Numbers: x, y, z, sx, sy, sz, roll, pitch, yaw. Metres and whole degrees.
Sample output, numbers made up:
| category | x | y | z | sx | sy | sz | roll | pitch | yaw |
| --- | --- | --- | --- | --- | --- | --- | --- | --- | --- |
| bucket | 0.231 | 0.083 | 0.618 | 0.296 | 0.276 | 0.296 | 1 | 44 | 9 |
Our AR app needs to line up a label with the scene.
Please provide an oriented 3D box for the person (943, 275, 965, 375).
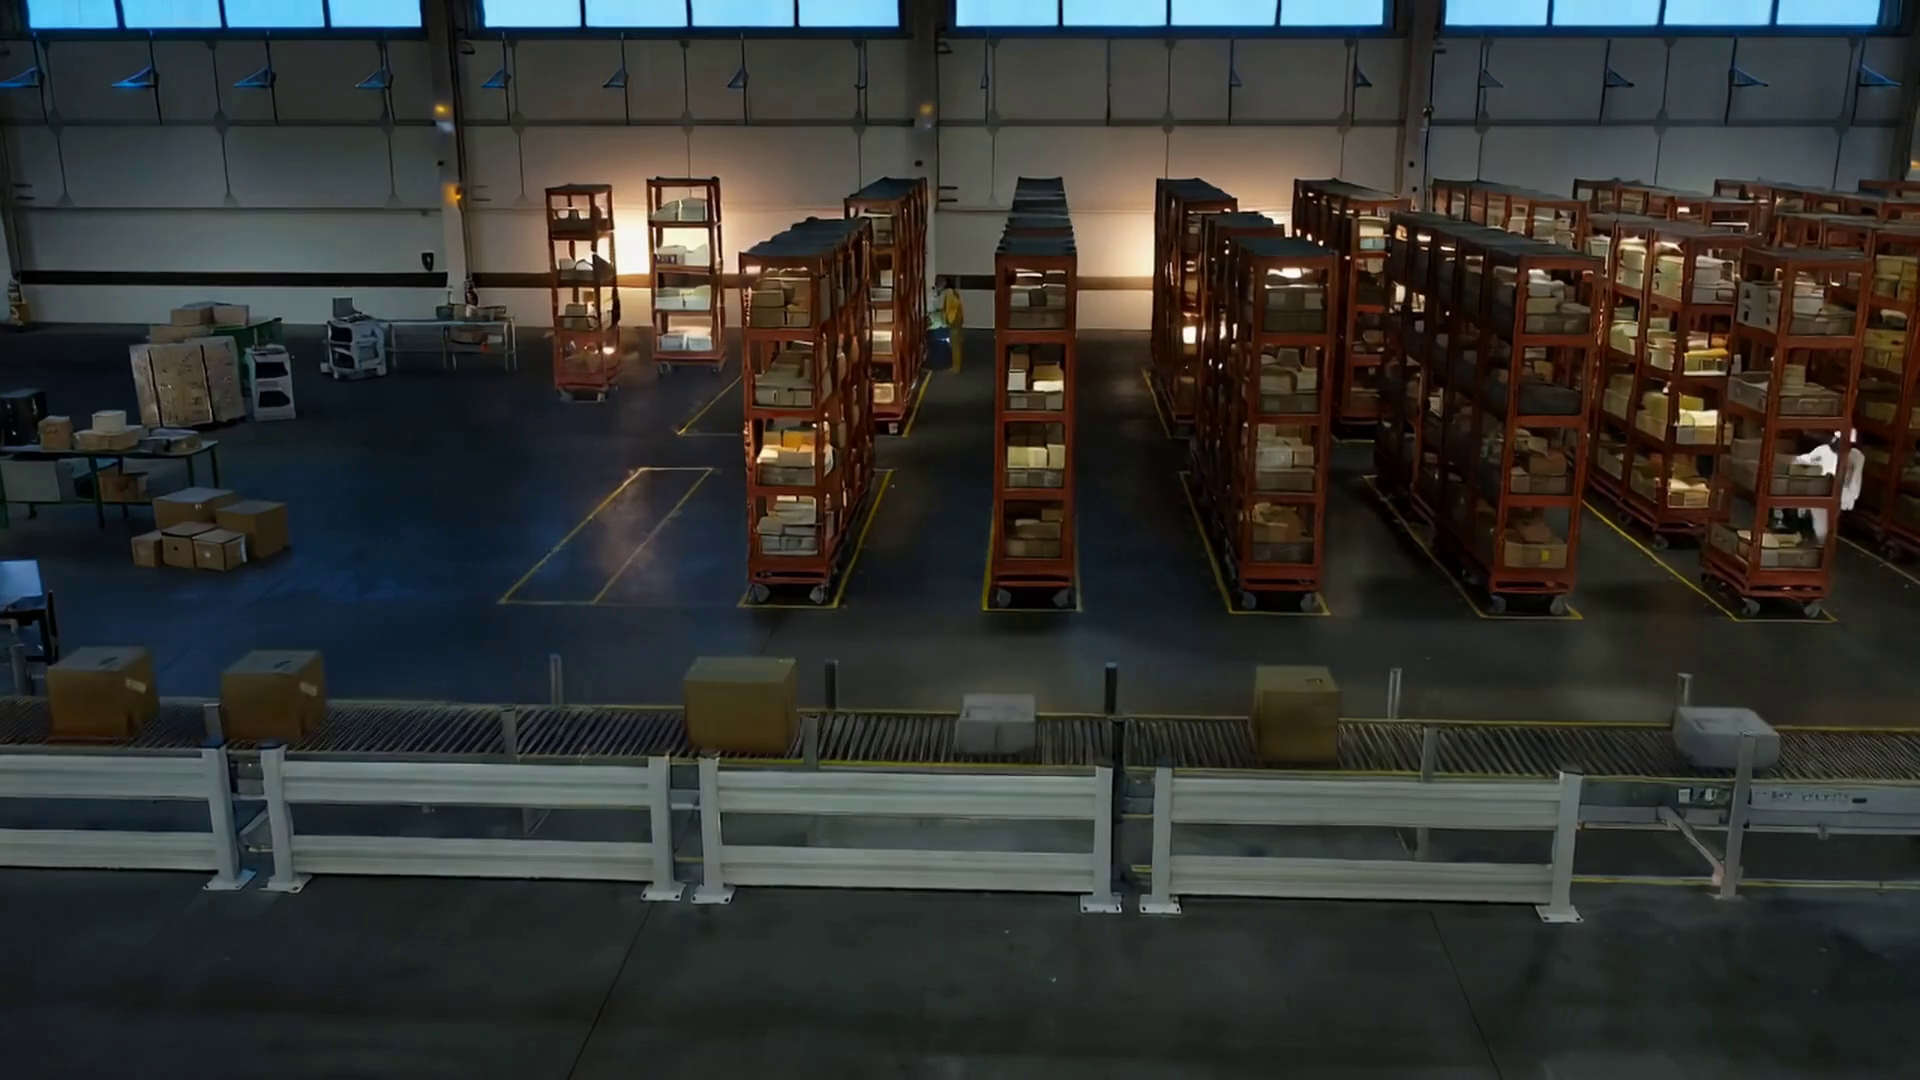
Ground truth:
| category | x | y | z | sx | sy | sz | roll | pitch | yaw |
| --- | --- | --- | --- | --- | --- | --- | --- | --- | --- |
| person | -0.102 | -3.987 | 30.858 | 0.396 | 1.837 | 0.565 | -1 | 15 | -5 |

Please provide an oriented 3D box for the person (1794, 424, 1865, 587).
| category | x | y | z | sx | sy | sz | roll | pitch | yaw |
| --- | --- | --- | --- | --- | --- | --- | --- | --- | --- |
| person | 9.266 | -0.416 | 17.781 | 0.591 | 1.764 | 0.959 | 0 | 15 | 1 |
